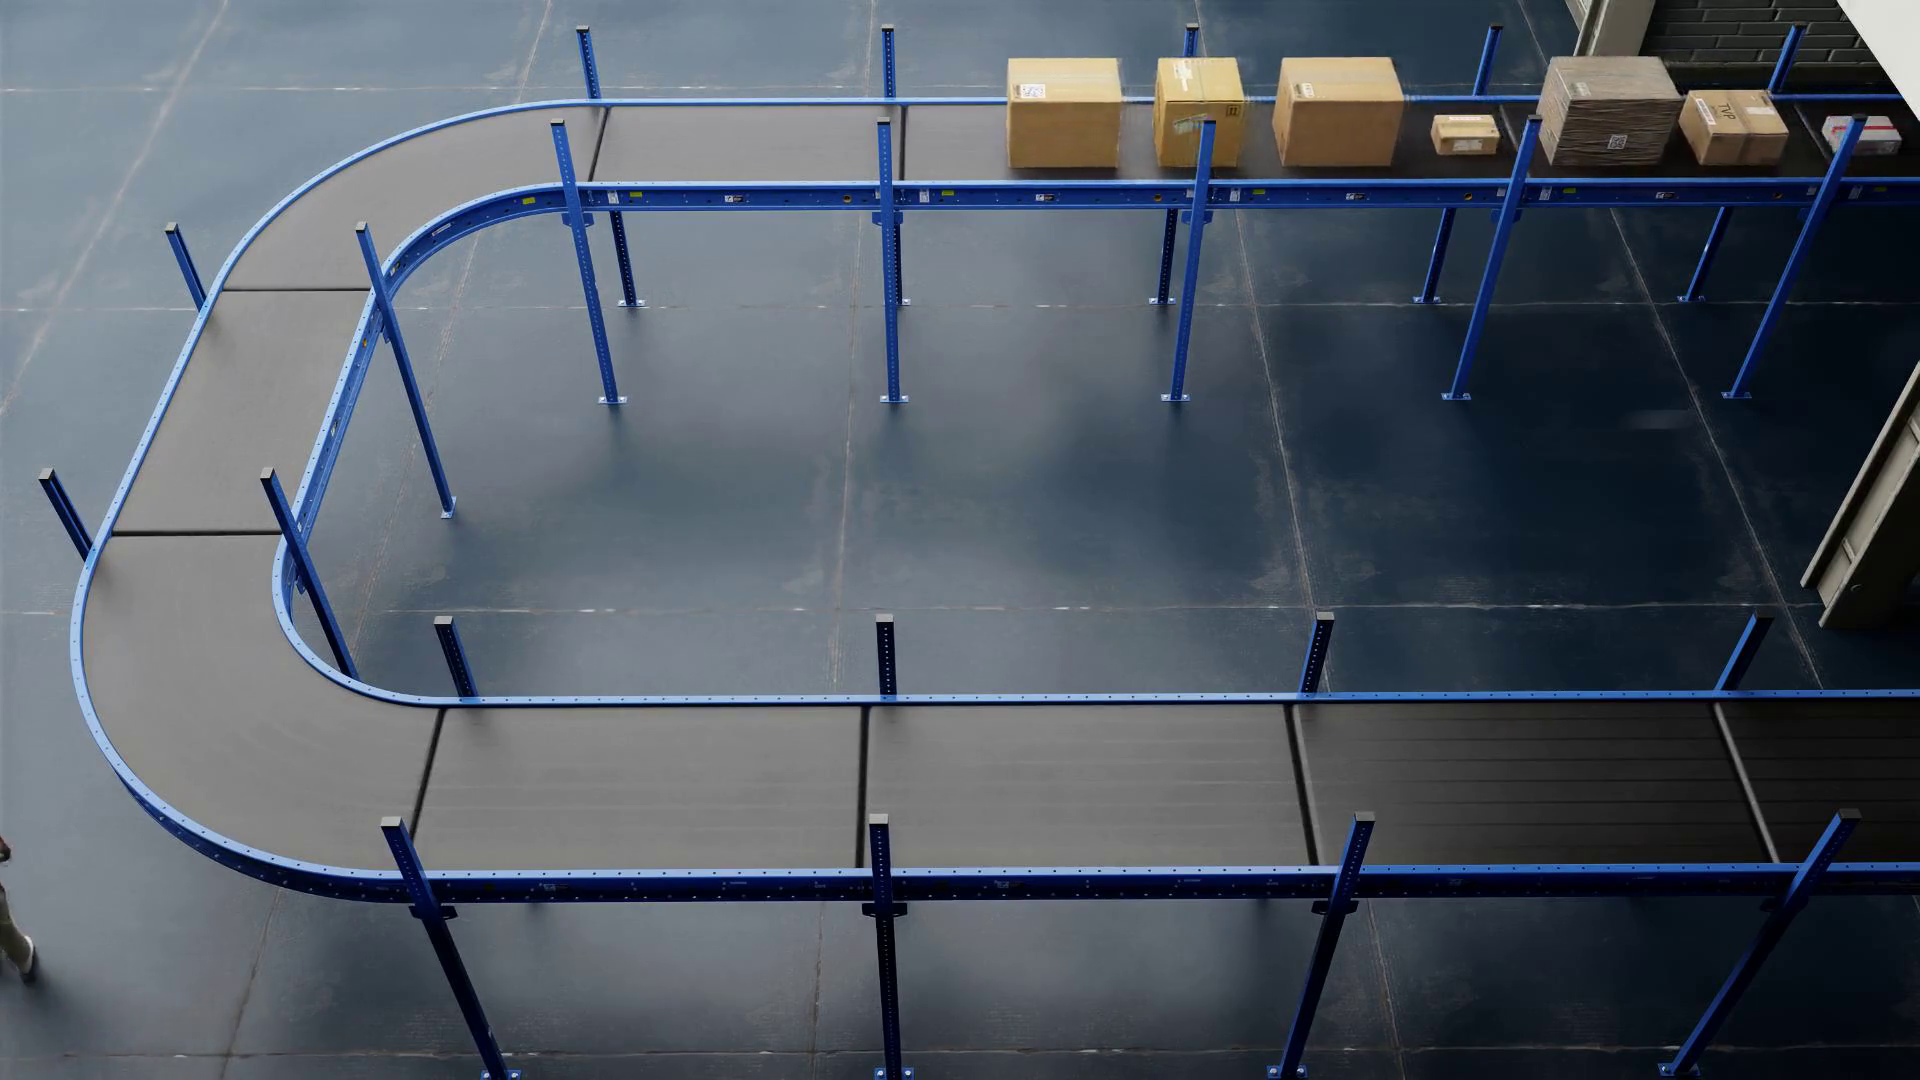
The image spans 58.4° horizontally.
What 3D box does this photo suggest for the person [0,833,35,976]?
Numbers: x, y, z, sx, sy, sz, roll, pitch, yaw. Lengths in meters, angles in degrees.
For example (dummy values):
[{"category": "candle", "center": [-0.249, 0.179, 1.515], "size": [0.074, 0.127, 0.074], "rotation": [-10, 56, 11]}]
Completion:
[{"category": "person", "center": [-5.054, 1.648, 8.620], "size": [0.549, 1.623, 0.442], "rotation": [-22, 51, -19]}]
